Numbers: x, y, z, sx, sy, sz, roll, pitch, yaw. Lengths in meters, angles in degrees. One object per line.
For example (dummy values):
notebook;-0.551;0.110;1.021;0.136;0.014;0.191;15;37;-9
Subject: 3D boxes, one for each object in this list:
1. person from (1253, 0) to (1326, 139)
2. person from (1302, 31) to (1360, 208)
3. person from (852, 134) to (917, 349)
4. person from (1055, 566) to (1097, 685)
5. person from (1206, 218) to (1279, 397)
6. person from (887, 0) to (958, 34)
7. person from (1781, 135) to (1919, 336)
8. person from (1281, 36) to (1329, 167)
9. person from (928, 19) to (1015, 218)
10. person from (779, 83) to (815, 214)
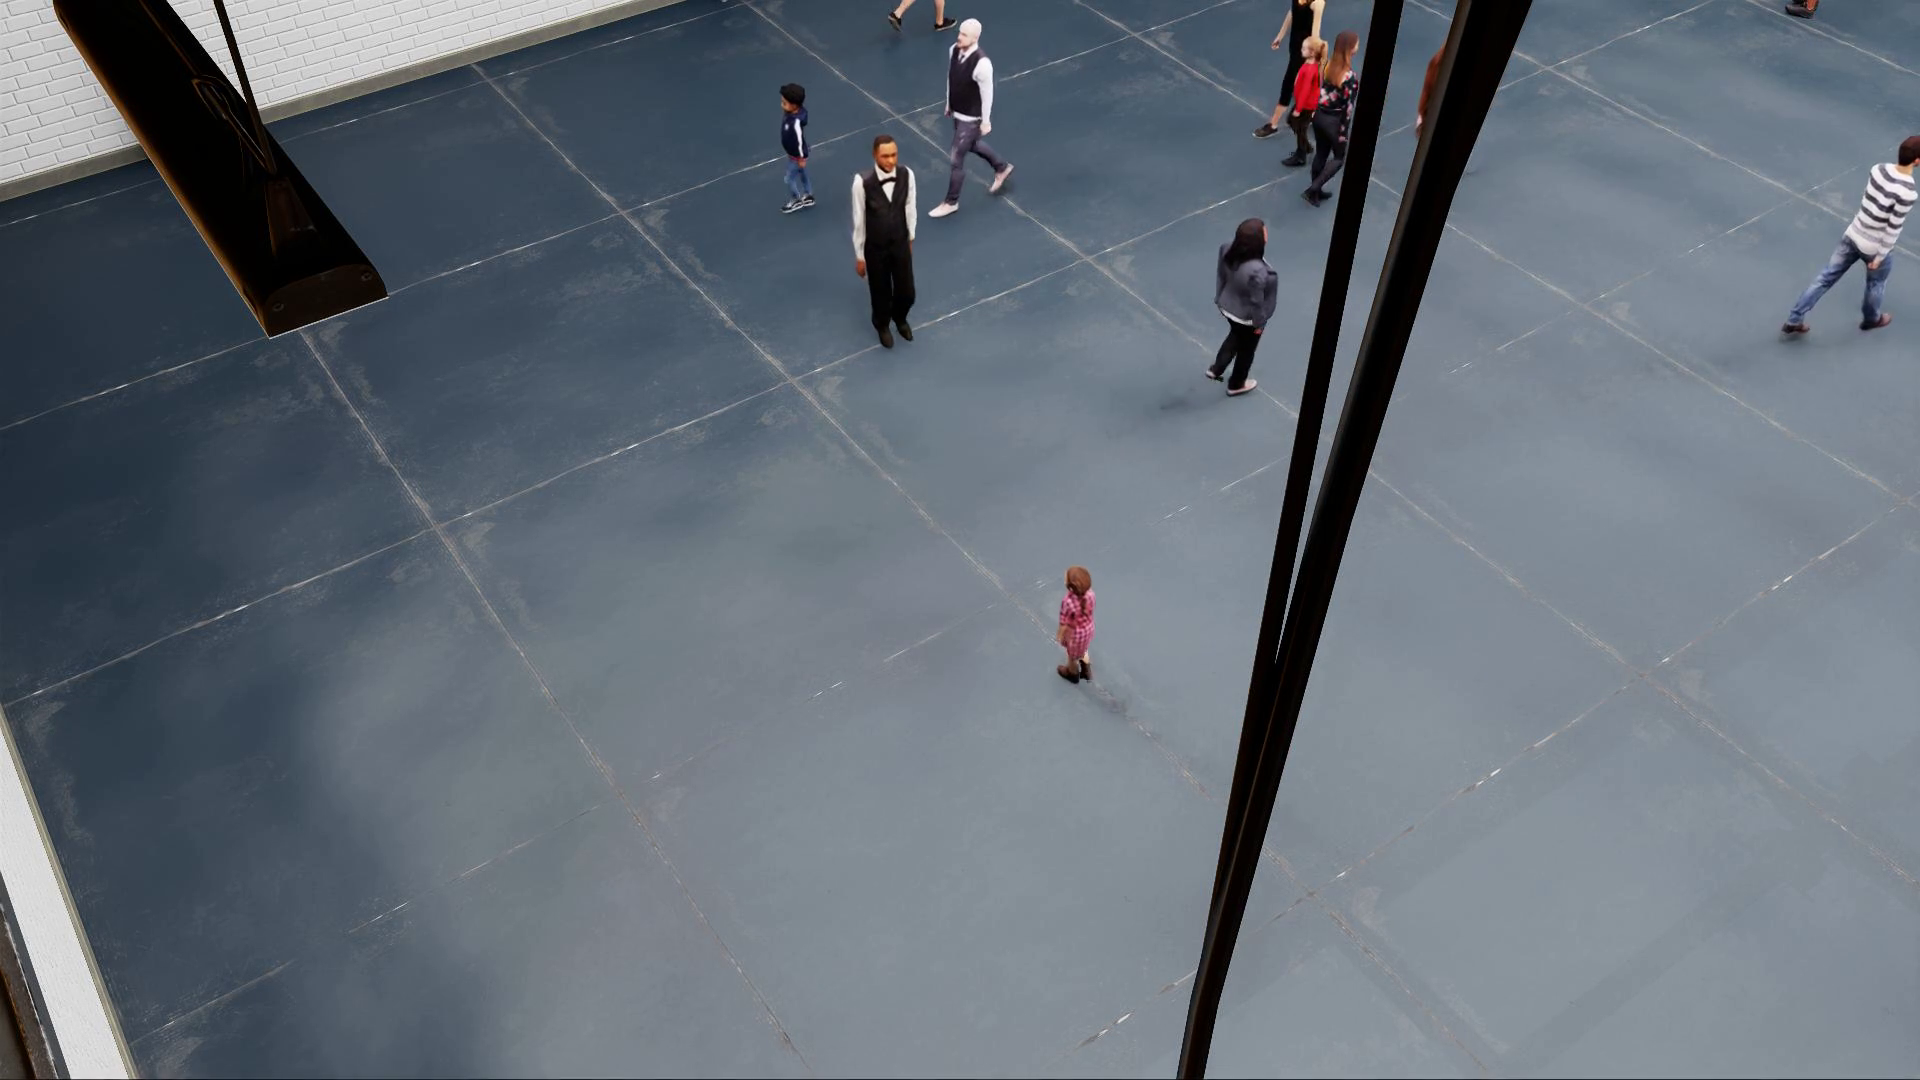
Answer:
person;3.263;-4.602;15.566;1.041;1.702;0.837;-9;44;-10
person;3.198;-3.659;14.598;0.680;1.672;0.605;-20;47;-20
person;-0.623;-2.386;13.094;0.726;1.903;0.851;-12;45;-12
person;0.779;0.573;10.629;0.457;1.019;0.529;-32;52;-29
person;2.100;-1.742;12.649;0.729;1.585;0.702;-21;47;-20
person;-0.408;-5.911;17.058;1.025;1.539;0.625;-21;47;-21
person;7.069;-2.335;13.115;1.261;1.802;0.852;-14;45;-14
person;3.231;-4.021;15.266;0.655;1.275;0.595;8;44;8
person;0.131;-3.727;14.584;1.184;1.790;0.736;-23;48;-22
person;-1.403;-3.476;14.740;0.640;1.211;0.618;-10;44;-10
